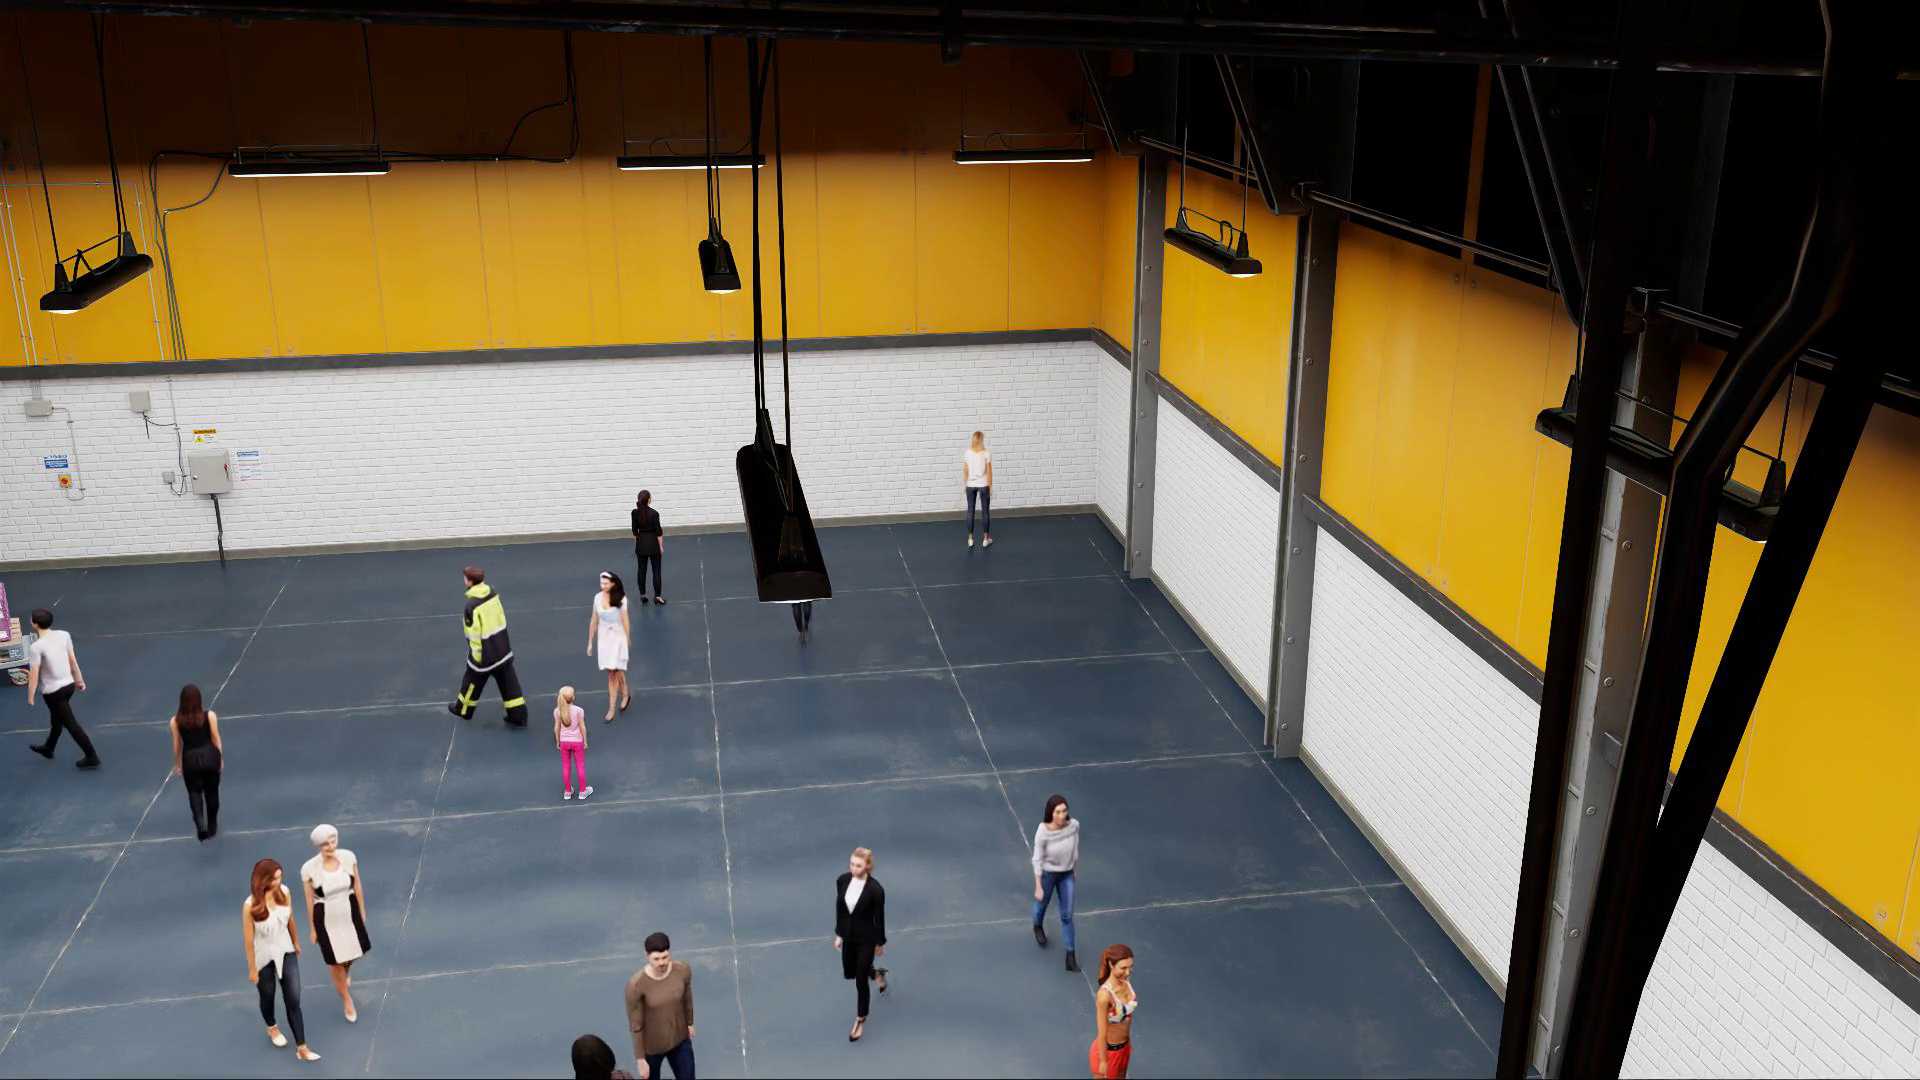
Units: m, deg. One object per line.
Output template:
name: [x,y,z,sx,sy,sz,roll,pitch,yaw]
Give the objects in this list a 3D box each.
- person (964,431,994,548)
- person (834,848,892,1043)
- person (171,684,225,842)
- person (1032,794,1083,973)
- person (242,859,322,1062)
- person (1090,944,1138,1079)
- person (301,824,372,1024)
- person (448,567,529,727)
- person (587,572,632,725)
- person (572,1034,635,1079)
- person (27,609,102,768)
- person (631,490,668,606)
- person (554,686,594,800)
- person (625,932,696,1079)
person: [0.276,-0.790,25.433,0.656,1.809,0.635,4,19,12]
person: [-0.779,3.250,13.619,0.915,1.692,0.997,10,21,28]
person: [-7.573,2.257,16.589,0.684,1.677,0.892,-7,20,-21]
person: [0.794,2.955,14.662,0.773,1.584,1.116,-7,20,-20]
person: [-5.558,3.322,13.321,1.098,1.746,1.015,15,23,37]
person: [1.100,3.718,12.078,0.706,1.789,0.644,12,22,32]
person: [-5.217,3.143,13.859,0.823,1.742,0.941,-13,22,-33]
person: [-5.348,1.272,19.141,1.266,1.916,1.318,8,20,22]
person: [-4.045,1.200,19.555,0.918,1.788,1.066,6,20,18]
person: [-2.271,4.108,10.893,0.906,1.806,1.201,-10,21,-28]
person: [-9.754,1.662,18.132,1.059,1.821,1.204,4,19,13]
person: [-4.318,0.104,23.010,0.689,1.660,0.708,6,20,18]
person: [-4.112,2.132,17.598,0.528,1.271,0.557,1,19,4]
person: [-2.215,3.633,12.232,0.914,1.851,1.111,-11,21,-29]
